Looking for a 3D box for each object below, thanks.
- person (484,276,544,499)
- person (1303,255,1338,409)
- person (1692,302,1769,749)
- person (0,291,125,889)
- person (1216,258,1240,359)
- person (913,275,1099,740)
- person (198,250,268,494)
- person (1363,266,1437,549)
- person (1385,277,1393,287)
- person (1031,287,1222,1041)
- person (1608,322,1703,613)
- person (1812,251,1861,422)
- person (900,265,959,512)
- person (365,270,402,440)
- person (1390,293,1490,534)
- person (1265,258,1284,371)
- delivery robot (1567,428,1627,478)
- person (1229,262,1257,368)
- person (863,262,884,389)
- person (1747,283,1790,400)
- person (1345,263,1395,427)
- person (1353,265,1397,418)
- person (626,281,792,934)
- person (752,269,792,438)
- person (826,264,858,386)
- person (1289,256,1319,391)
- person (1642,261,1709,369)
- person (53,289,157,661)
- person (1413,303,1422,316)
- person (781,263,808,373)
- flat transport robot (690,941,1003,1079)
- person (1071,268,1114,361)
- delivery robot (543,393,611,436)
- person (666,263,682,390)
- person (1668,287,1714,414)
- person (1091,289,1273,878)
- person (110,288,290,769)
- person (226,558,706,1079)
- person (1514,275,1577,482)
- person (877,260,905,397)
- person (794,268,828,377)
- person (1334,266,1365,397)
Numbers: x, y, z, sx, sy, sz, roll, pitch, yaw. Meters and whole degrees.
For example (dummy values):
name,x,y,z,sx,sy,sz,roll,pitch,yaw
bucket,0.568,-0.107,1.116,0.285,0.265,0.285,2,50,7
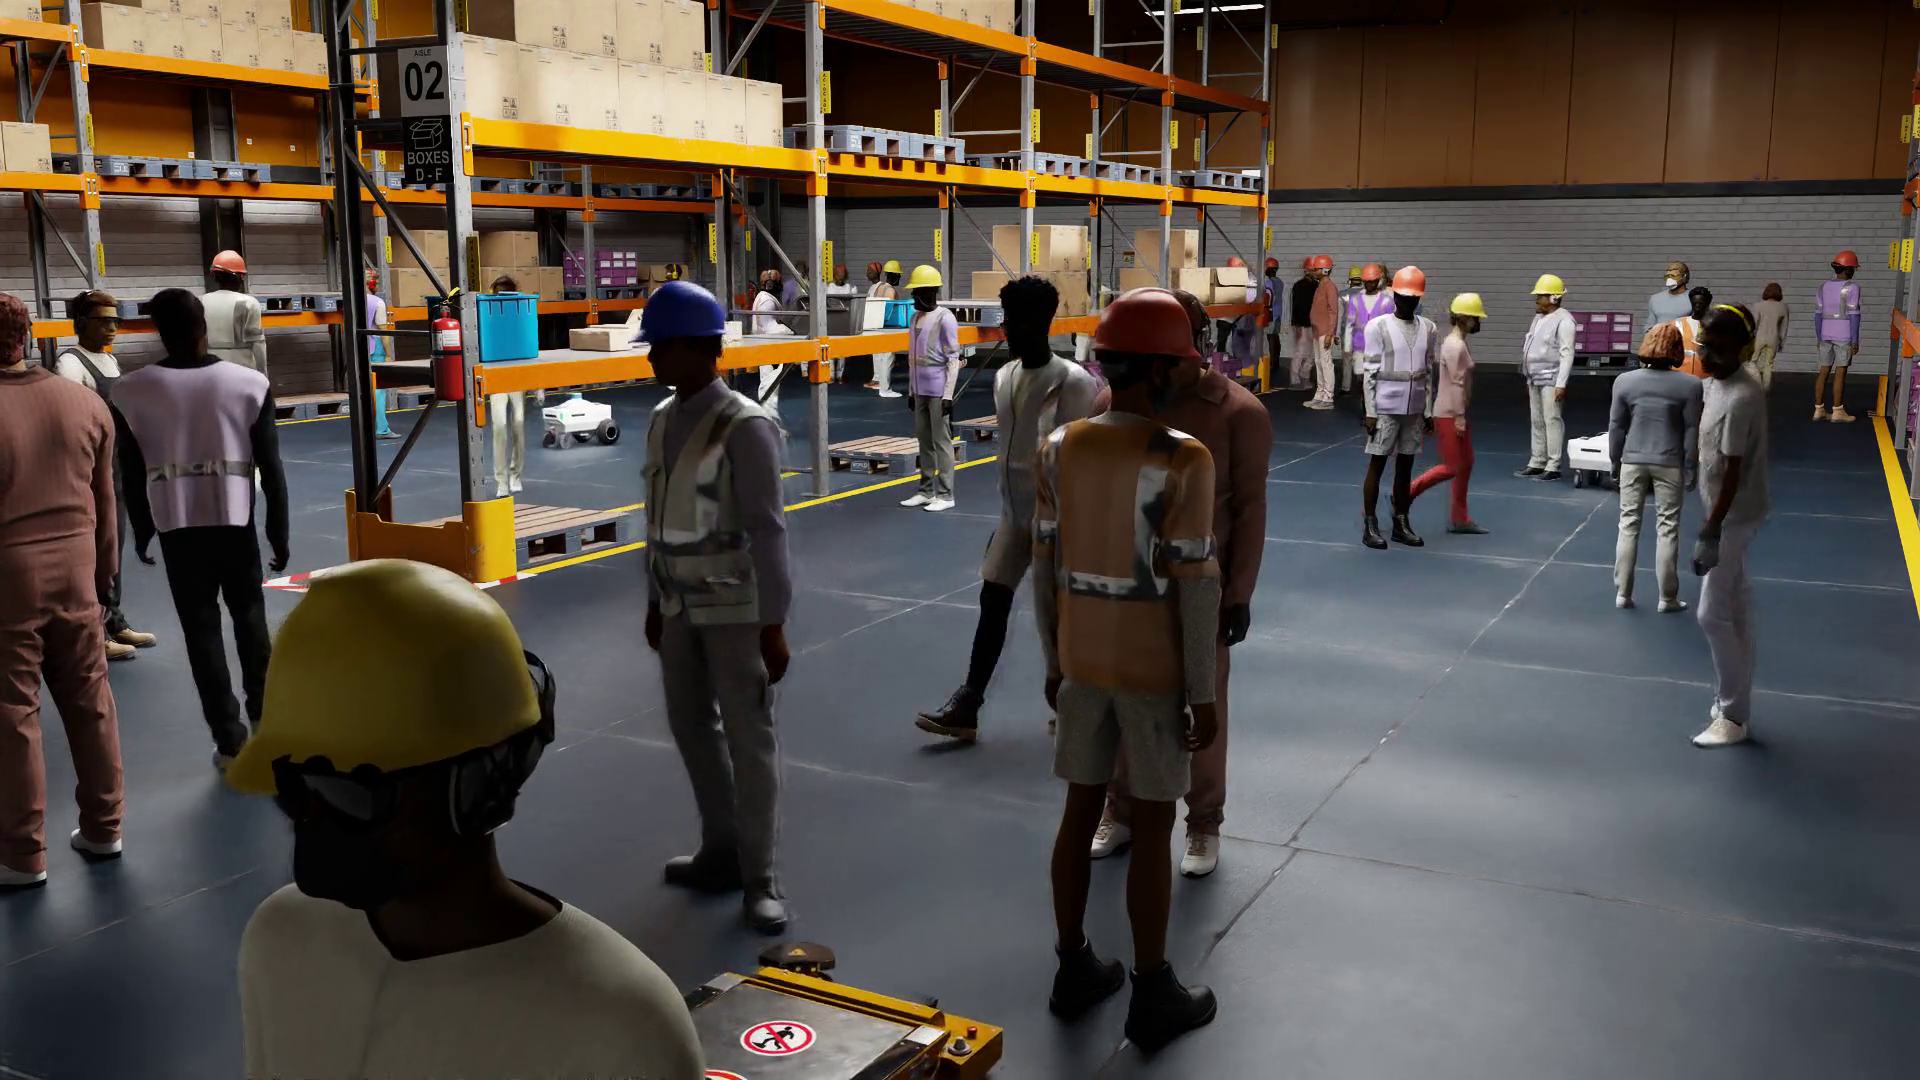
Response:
name,x,y,z,sx,sy,sz,roll,pitch,yaw
person,-3.753,-1.278,13.880,0.566,1.844,0.727,-3,10,-16
person,4.701,-2.694,21.604,0.392,1.992,0.623,-1,10,-5
person,3.181,-0.074,6.940,0.339,1.833,0.685,4,11,23
person,-3.022,0.158,5.343,0.405,1.911,0.636,5,11,28
person,4.246,-3.449,26.121,0.630,1.938,0.933,5,11,28
person,0.252,-0.105,6.799,0.956,1.918,0.635,-8,12,-37
person,-6.095,-1.401,13.978,0.615,2.040,0.391,1,10,7
person,3.026,-0.904,11.424,0.543,1.932,0.376,-3,10,-16
person,6.954,-3.472,27.153,0.498,1.633,0.285,-1,10,-3
person,0.449,0.318,4.339,0.550,1.933,0.374,9,13,41
person,3.921,-0.408,9.413,0.501,1.633,0.282,8,12,37
person,10.534,-2.431,19.938,0.376,2.045,0.605,-3,10,-19
person,-0.241,-1.186,13.071,0.388,1.926,0.590,-6,12,-33
person,-6.392,-1.996,18.021,0.569,1.846,0.380,5,11,26
person,3.478,-0.897,11.913,0.618,1.743,0.518,4,10,21
person,5.321,-3.853,28.477,0.372,1.939,0.544,6,12,32
delivery robot,5.563,-0.737,14.168,0.707,0.478,0.477,9,13,44
person,4.318,-3.301,25.453,0.464,1.875,0.681,3,10,18
person,-1.235,-3.195,24.825,0.337,1.882,0.583,-4,11,-22
person,10.974,-2.682,22.612,0.551,1.615,0.630,2,10,9
person,4.844,-2.310,19.653,0.554,1.913,0.865,4,11,23
person,5.191,-2.467,20.642,0.642,1.886,1.026,4,11,23
person,-0.736,0.202,5.020,0.431,1.941,0.711,-10,14,-44
person,-2.060,-2.041,18.268,0.429,1.844,0.625,-2,10,-14
person,-1.850,-3.270,25.373,0.591,1.839,0.859,-1,10,-6
person,5.092,-3.166,24.415,0.695,1.967,0.512,-9,13,-42
person,7.075,-1.789,16.530,0.373,1.940,0.628,-8,13,-39
person,-4.301,-0.325,8.327,0.324,1.841,0.517,-1,10,-5
person,6.224,-2.808,23.296,0.525,1.640,0.871,0,10,0
person,-2.716,-3.772,28.271,0.647,1.863,1.154,1,10,4
flat transport robot,-0.525,1.269,3.648,0.652,0.197,1.431,5,11,29
person,1.817,-2.823,22.830,0.625,1.836,0.429,-1,10,-4
delivery robot,-4.005,-1.297,17.411,0.477,0.478,0.707,8,12,38
person,-4.206,-3.160,24.698,0.324,1.861,0.528,-3,10,-15
person,7.155,-1.614,16.213,0.535,1.697,0.318,5,11,27
person,0.672,0.139,5.455,0.643,1.909,0.411,5,11,27
person,-3.006,-0.052,6.638,0.607,1.880,0.682,-5,11,-26
person,-0.463,0.884,1.550,0.527,1.768,0.331,5,11,25
person,5.190,-1.427,14.738,0.404,1.829,0.600,-2,10,-9
person,-0.971,-2.956,23.362,0.395,1.919,0.582,-2,10,-14
person,-2.388,-3.585,27.213,0.633,1.839,0.429,-4,11,-23
person,5.547,-2.923,23.396,0.589,1.835,0.404,-1,10,-5
